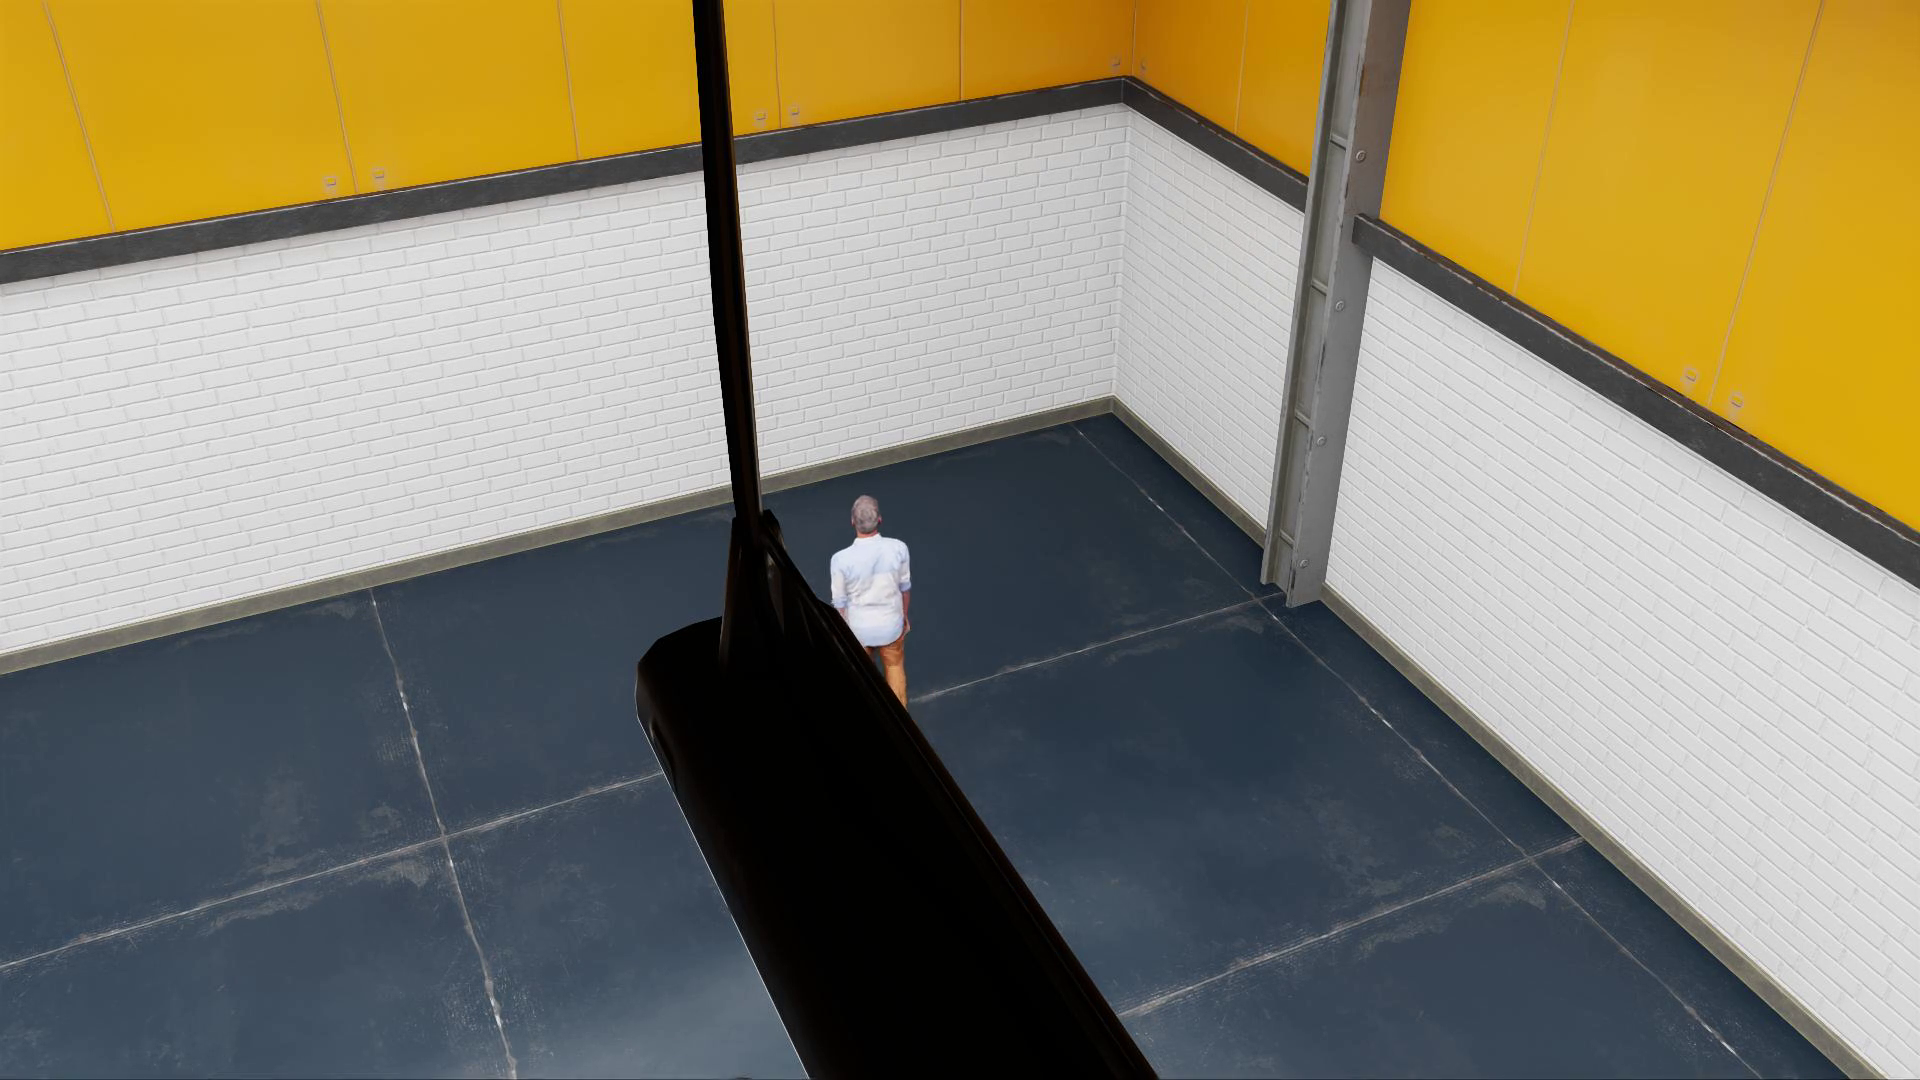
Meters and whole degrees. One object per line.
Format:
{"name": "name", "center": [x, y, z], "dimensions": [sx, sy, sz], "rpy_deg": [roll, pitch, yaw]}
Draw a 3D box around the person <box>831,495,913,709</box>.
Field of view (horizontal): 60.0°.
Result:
{"name": "person", "center": [-0.529, 0.563, 10.649], "dimensions": [0.834, 1.811, 1.061], "rpy_deg": [-7, 34, -10]}
